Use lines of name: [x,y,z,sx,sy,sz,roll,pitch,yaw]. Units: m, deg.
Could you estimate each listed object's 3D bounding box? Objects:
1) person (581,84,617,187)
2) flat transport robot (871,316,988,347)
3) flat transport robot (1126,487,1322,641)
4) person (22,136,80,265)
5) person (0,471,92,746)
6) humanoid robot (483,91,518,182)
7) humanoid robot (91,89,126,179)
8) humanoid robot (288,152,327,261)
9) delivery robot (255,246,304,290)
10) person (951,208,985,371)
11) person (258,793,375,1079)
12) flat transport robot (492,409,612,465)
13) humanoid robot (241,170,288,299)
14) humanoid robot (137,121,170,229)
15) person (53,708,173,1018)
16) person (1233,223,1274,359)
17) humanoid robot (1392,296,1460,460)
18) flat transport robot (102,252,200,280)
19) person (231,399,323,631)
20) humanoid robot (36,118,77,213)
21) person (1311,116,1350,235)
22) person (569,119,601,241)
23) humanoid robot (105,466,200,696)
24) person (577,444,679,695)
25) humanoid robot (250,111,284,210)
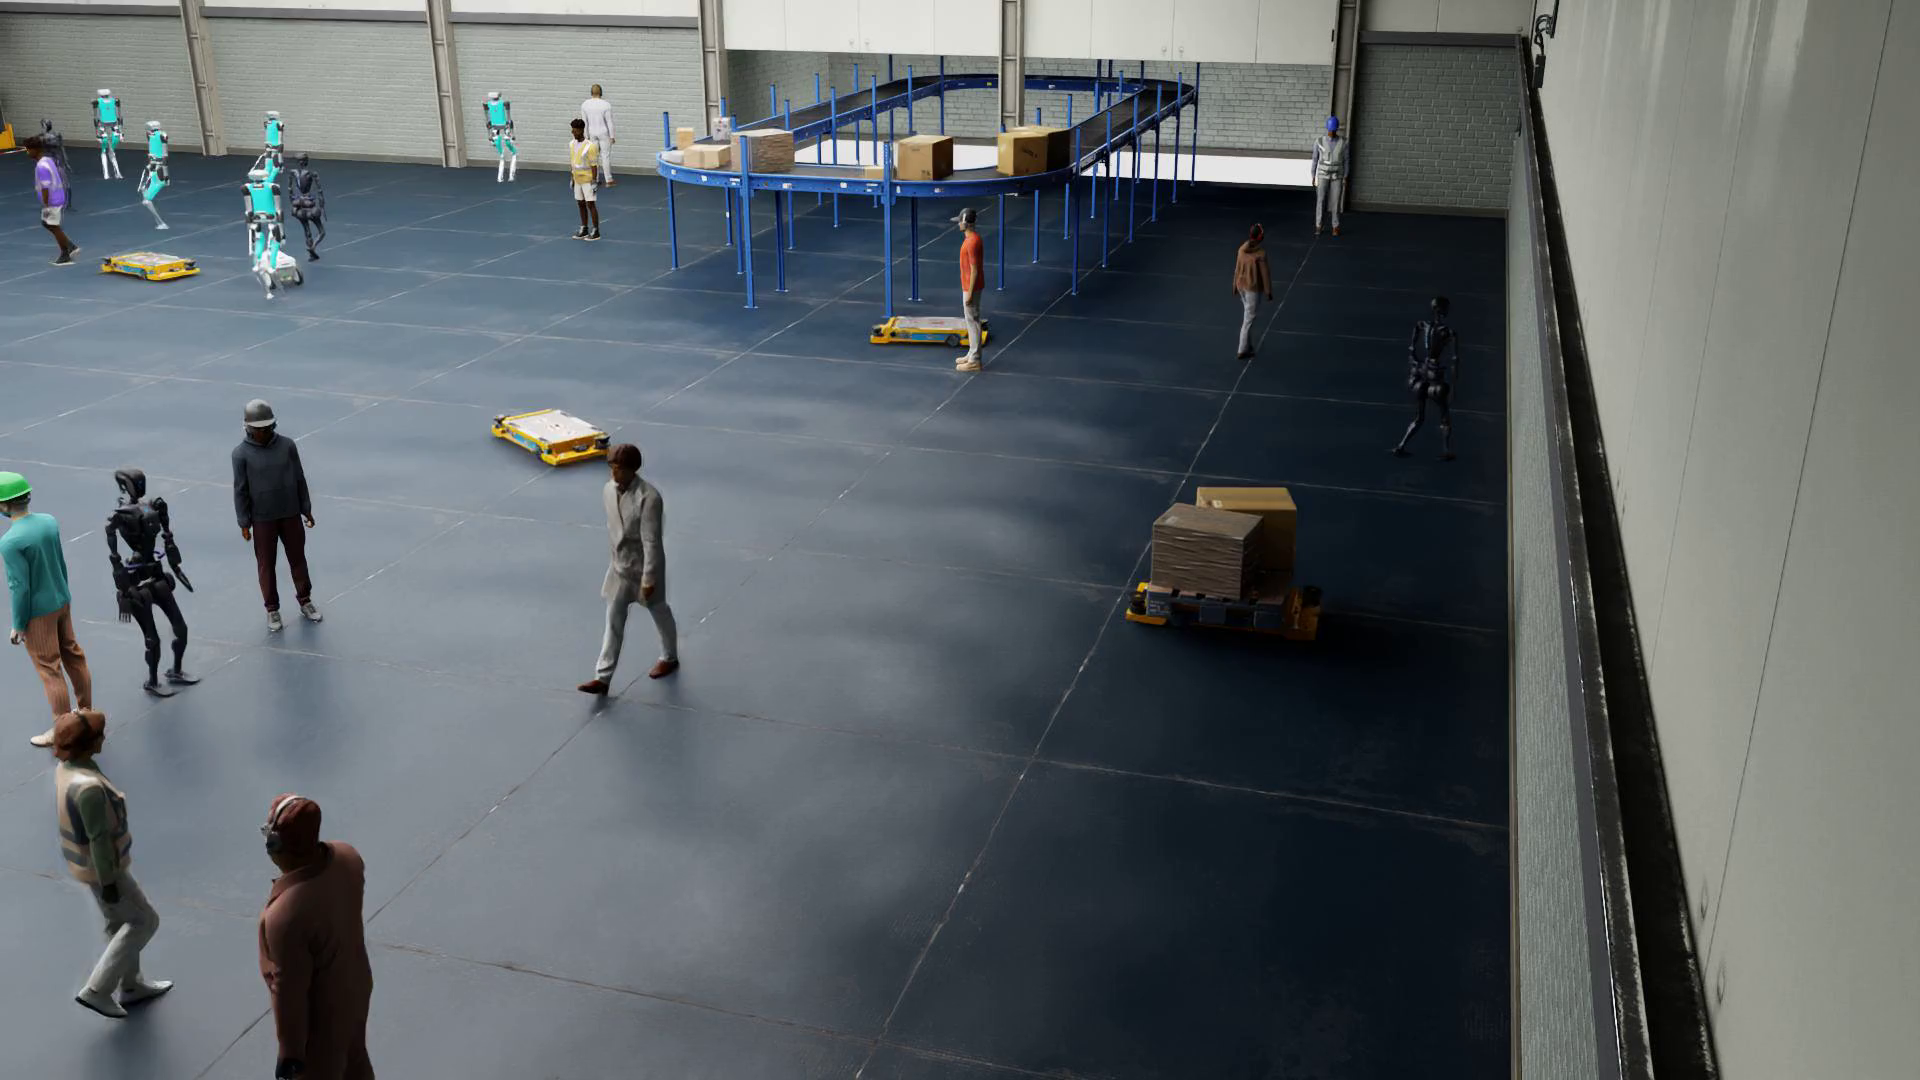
person: [-6.949,-7.801,32.094,0.634,1.937,0.363,5,22,13]
flat transport robot: [-0.380,-2.637,21.016,1.431,0.231,0.659,2,21,4]
flat transport robot: [2.047,0.506,12.866,1.431,0.231,0.659,6,22,15]
person: [-13.753,-5.115,25.107,0.428,1.942,0.630,-8,22,-19]
person: [-5.981,0.443,10.807,0.362,1.867,0.516,3,21,7]
humanoid robot: [-8.954,-7.911,32.659,0.557,1.795,0.676,2,21,4]
humanoid robot: [-16.954,-8.080,33.061,0.538,1.758,0.736,-19,28,-40]
humanoid robot: [-10.004,-5.079,25.395,0.591,1.652,0.420,4,21,10]
delivery robot: [-9.861,-3.935,23.989,0.775,0.596,0.499,20,29,41]
person: [0.091,-2.940,19.523,0.398,1.909,0.481,0,21,1]
person: [-2.685,1.931,6.930,0.412,1.895,0.658,1,21,4]
flat transport robot: [-4.159,-1.065,16.940,0.659,0.231,1.431,-17,27,-37]
humanoid robot: [-9.616,-4.134,22.919,0.530,1.838,0.670,1,21,1]
humanoid robot: [-13.637,-6.104,27.990,0.535,1.811,0.708,15,26,33]
person: [-4.188,1.593,8.156,0.382,1.616,0.549,-15,26,-34]
person: [3.572,-3.010,20.070,0.552,1.634,0.508,-15,26,-34]
humanoid robot: [4.647,-1.602,16.429,0.470,1.641,0.609,-17,27,-38]
flat transport robot: [-12.056,-4.077,24.752,1.431,0.231,0.659,13,25,30]
person: [-5.176,-0.202,12.569,0.548,1.806,0.380,-16,26,-35]
humanoid robot: [-15.985,-6.614,29.368,0.379,1.649,0.609,9,23,23]
person: [6.104,-6.006,27.444,0.616,1.936,0.413,2,21,6]
person: [-6.110,-5.856,27.029,0.603,1.958,0.369,16,27,36]
humanoid robot: [-5.604,0.279,11.484,0.327,1.648,0.589,6,22,16]
person: [-2.297,0.218,11.500,0.542,1.784,0.933,12,24,28]
humanoid robot: [-12.293,-6.639,29.436,0.545,1.815,0.792,17,27,37]
